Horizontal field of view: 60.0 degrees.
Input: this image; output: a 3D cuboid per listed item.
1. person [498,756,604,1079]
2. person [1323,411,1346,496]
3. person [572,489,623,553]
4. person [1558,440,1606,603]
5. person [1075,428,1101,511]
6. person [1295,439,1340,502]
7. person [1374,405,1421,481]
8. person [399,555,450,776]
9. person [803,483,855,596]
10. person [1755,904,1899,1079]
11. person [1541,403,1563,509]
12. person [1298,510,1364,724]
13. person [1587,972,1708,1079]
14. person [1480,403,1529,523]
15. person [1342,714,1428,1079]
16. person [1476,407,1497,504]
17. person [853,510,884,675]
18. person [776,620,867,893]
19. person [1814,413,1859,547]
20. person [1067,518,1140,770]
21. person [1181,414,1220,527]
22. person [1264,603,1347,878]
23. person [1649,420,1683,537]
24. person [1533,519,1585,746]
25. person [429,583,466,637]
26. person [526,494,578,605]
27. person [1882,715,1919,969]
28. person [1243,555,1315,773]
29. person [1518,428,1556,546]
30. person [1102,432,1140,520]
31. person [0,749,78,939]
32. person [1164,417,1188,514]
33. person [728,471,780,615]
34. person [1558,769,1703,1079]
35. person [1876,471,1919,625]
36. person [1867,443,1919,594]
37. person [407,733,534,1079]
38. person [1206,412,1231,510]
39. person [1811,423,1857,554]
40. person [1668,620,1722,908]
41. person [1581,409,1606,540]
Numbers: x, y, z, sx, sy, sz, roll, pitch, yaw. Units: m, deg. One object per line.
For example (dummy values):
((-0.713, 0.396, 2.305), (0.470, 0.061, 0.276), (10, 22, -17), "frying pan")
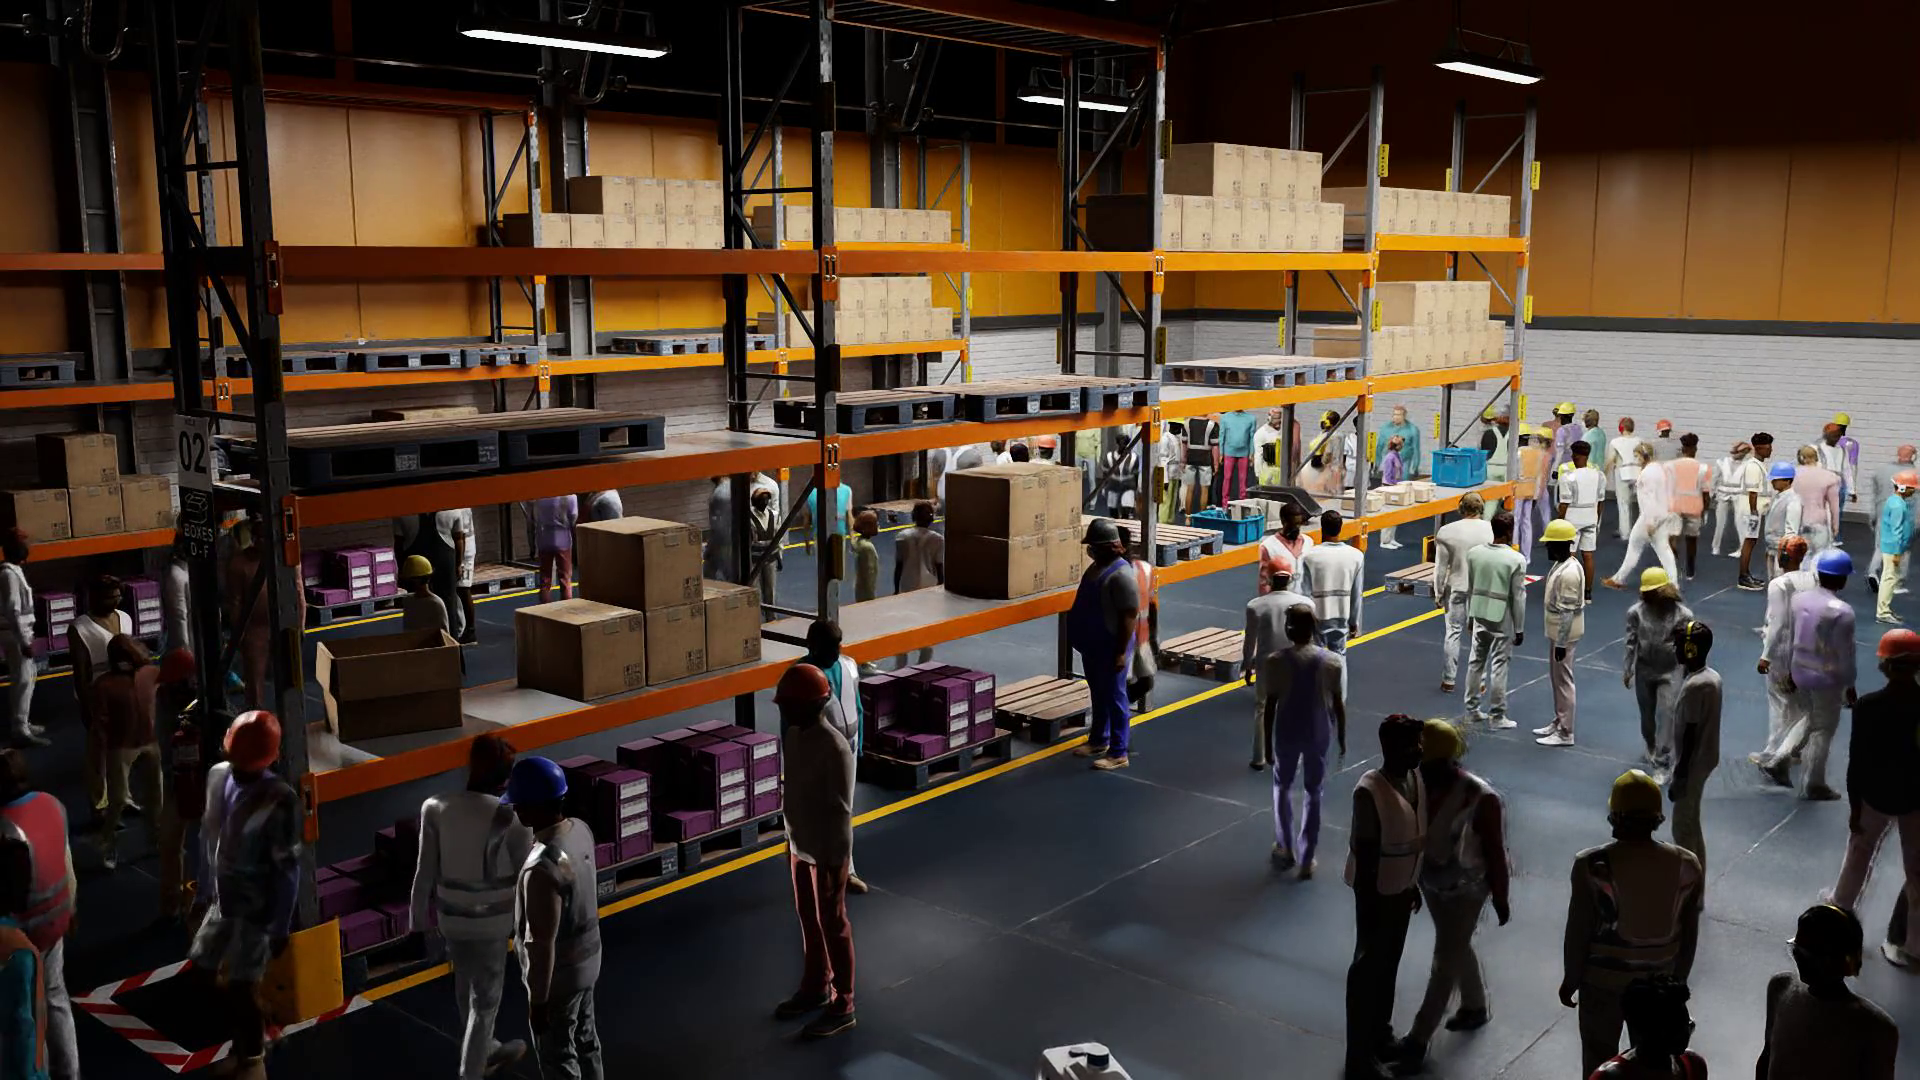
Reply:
((-1.783, 1.890, 7.322), (0.415, 1.939, 0.604), (1, 10, 4), "person")
((5.523, -0.987, 24.700), (0.310, 1.864, 0.532), (9, 13, 43), "person")
((-3.834, 0.108, 17.643), (0.536, 2.000, 0.681), (-4, 10, -22), "person")
((7.342, -0.208, 19.745), (0.606, 1.967, 0.367), (-3, 10, -15), "person")
((2.044, -1.344, 27.159), (0.528, 1.760, 0.343), (4, 10, 21), "person")
((4.498, -0.355, 20.949), (0.587, 1.874, 1.001), (4, 10, 24), "person")
((6.815, -1.175, 25.864), (0.635, 1.859, 1.028), (7, 12, 37), "person")
((-4.253, 0.988, 13.208), (0.527, 1.767, 0.331), (8, 12, 38), "person")
((-1.492, -0.009, 18.980), (0.590, 1.820, 0.755), (-2, 10, -12), "person")
((2.979, 2.169, 5.841), (0.328, 1.873, 0.515), (-5, 11, -29), "person")
((9.829, -1.385, 27.420), (0.532, 1.754, 0.342), (8, 12, 38), "person")
((3.237, 0.689, 14.588), (0.598, 1.907, 0.409), (-3, 10, -15), "person")
((2.326, 2.284, 5.667), (0.534, 1.700, 0.318), (-5, 11, -28), "person")
((7.979, -1.023, 24.394), (0.694, 2.000, 0.807), (6, 11, 32), "person")
((2.139, 1.759, 8.358), (0.396, 1.847, 0.564), (9, 13, 42), "person")
((8.743, -1.394, 27.635), (0.358, 1.698, 0.683), (6, 11, 33), "person")
((-0.921, 0.514, 16.427), (0.265, 1.631, 0.507), (-2, 10, -14), "person")
((-0.862, 1.397, 10.588), (0.429, 1.831, 0.633), (9, 13, 43), "person")
((12.505, -0.859, 23.789), (0.588, 1.922, 0.390), (9, 13, 42), "person")
((1.128, 0.821, 13.385), (0.536, 2.000, 0.688), (-3, 10, -19), "person")
((3.685, -1.193, 25.458), (0.611, 2.030, 0.410), (5, 11, 27), "person")
((2.303, 1.310, 11.120), (0.551, 1.829, 0.612), (1, 10, 9), "person")
((10.484, -0.943, 24.886), (0.569, 1.713, 0.861), (1, 10, 5), "person")
((5.048, 0.776, 14.024), (0.397, 1.918, 0.588), (2, 10, 13), "person")
((-5.486, 0.152, 17.655), (0.609, 1.946, 0.405), (0, 10, -1), "person")
((-4.469, 0.046, 18.354), (0.594, 1.922, 0.385), (1, 10, 6), "person")
((5.666, 1.541, 9.614), (0.369, 1.874, 0.684), (9, 13, 42), "person")
((2.539, 0.987, 13.299), (0.559, 1.743, 0.365), (1, 10, 3), "person")
((8.249, -0.744, 23.729), (0.932, 1.702, 0.540), (-3, 10, -16), "person")
((2.316, -0.756, 23.932), (0.543, 1.664, 0.716), (1, 10, 9), "person")
((-4.631, 1.852, 8.133), (0.587, 1.741, 0.359), (-6, 11, -33), "person")
((3.497, -1.219, 26.836), (0.533, 1.605, 0.635), (2, 10, 13), "person")
((-2.383, -0.053, 19.045), (0.644, 1.898, 0.397), (-1, 10, -5), "person")
((2.973, 1.920, 7.439), (0.600, 1.831, 0.404), (0, 10, -3), "person")
((10.544, 0.080, 18.710), (0.355, 1.740, 0.574), (5, 11, 26), "person")
((11.370, -0.245, 20.249), (0.684, 1.879, 0.663), (-8, 13, -41), "person")
((-2.314, 1.829, 7.974), (0.644, 1.843, 0.808), (3, 10, 15), "person")
((4.234, -1.432, 27.209), (0.392, 1.918, 0.582), (-7, 12, -36), "person")
((11.959, -0.672, 22.841), (0.630, 1.863, 0.631), (-3, 10, -15), "person")
((4.536, 1.420, 10.375), (0.349, 1.856, 0.529), (6, 11, 34), "person")
((9.173, -0.936, 24.185), (0.369, 1.936, 0.630), (7, 12, 37), "person")
